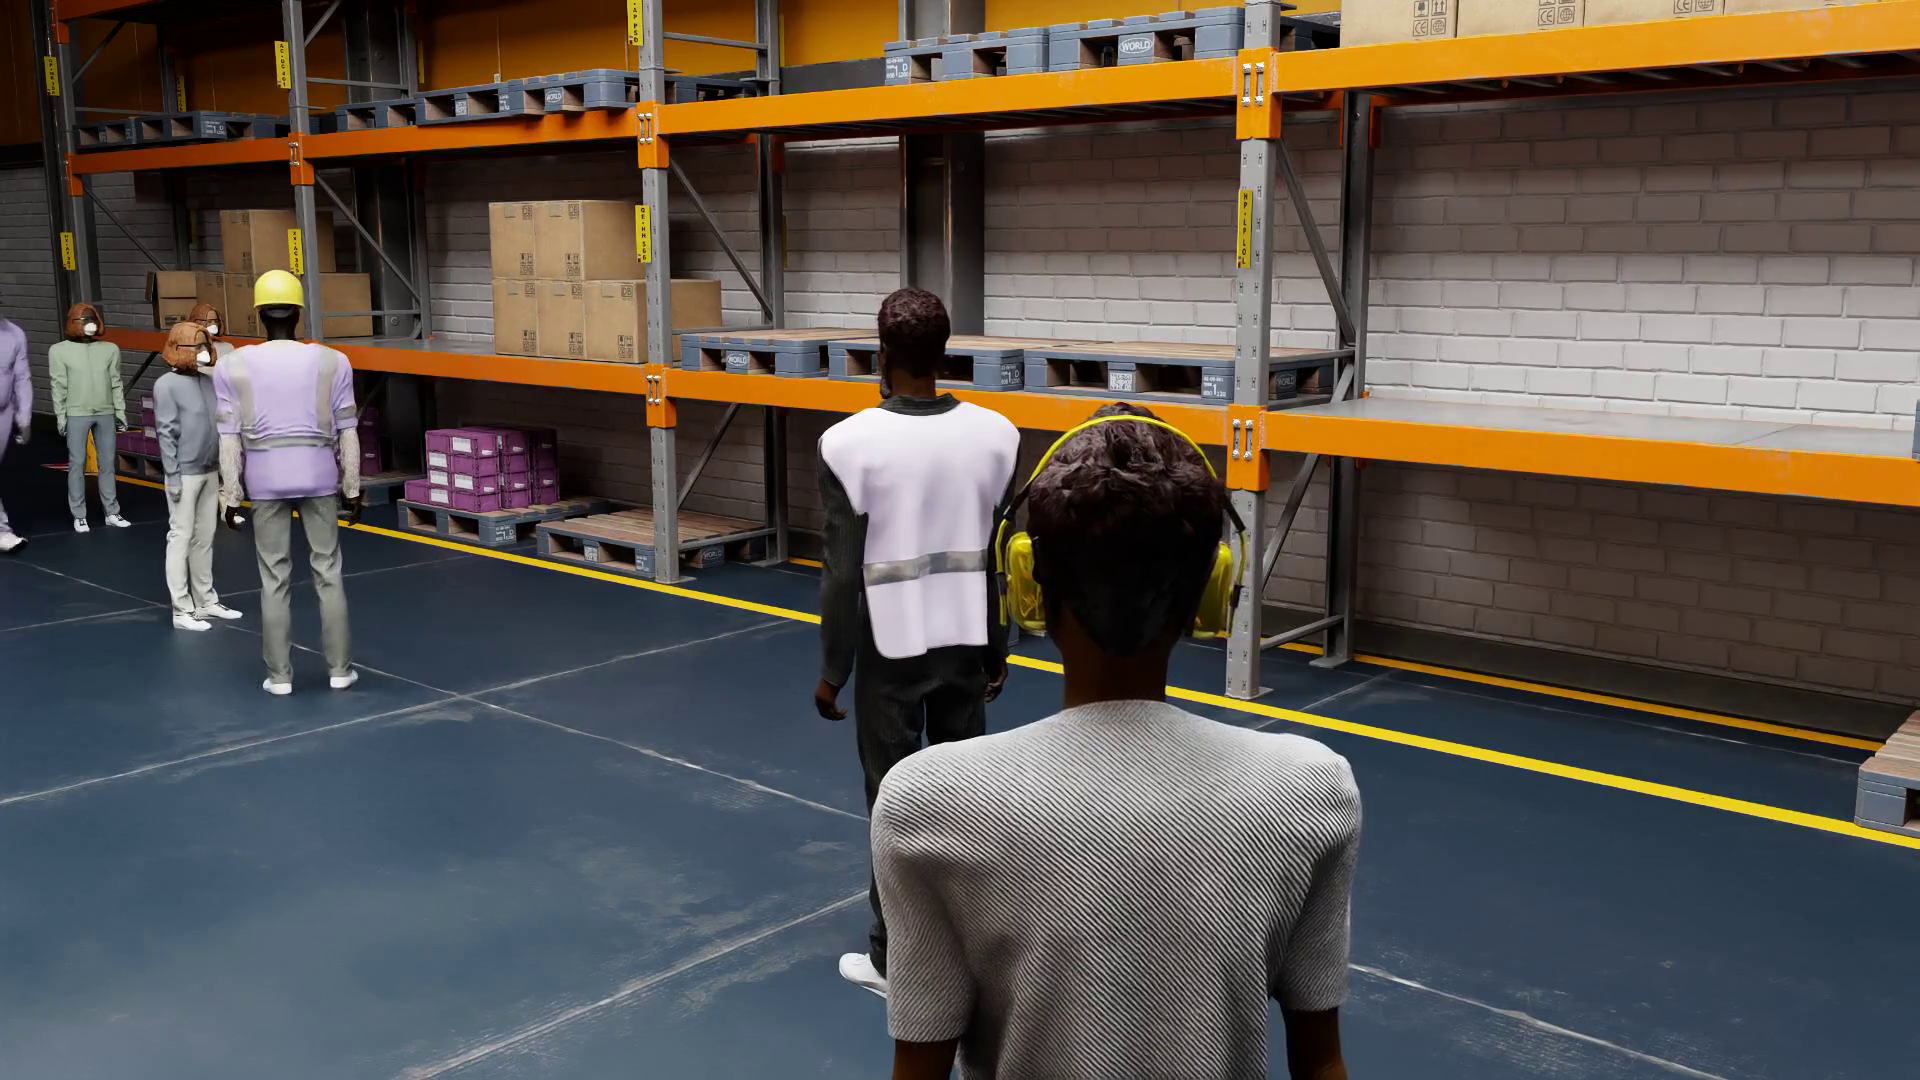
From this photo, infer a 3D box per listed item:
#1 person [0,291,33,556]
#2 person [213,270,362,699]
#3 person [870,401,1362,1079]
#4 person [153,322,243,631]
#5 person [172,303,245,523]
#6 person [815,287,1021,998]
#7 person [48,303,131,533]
[{"bbox_3d":[-6.510,-0.815,11.040,1.040,1.827,0.719,6,12,32],"label":"person"},{"bbox_3d":[-3.023,-0.249,7.526,0.594,1.922,0.387,-5,11,-24],"label":"person"},{"bbox_3d":[0.154,0.792,1.757,0.535,1.869,0.312,-1,10,-8],"label":"person"},{"bbox_3d":[-4.085,-0.344,8.898,0.286,1.634,0.500,2,10,10],"label":"person"},{"bbox_3d":[-5.478,-0.908,12.136,0.277,1.629,0.496,7,12,35],"label":"person"},{"bbox_3d":[-0.111,0.291,4.473,0.589,1.919,0.393,-6,11,-29],"label":"person"},{"bbox_3d":[-6.238,-0.878,11.940,0.278,1.633,0.502,8,13,38],"label":"person"}]
